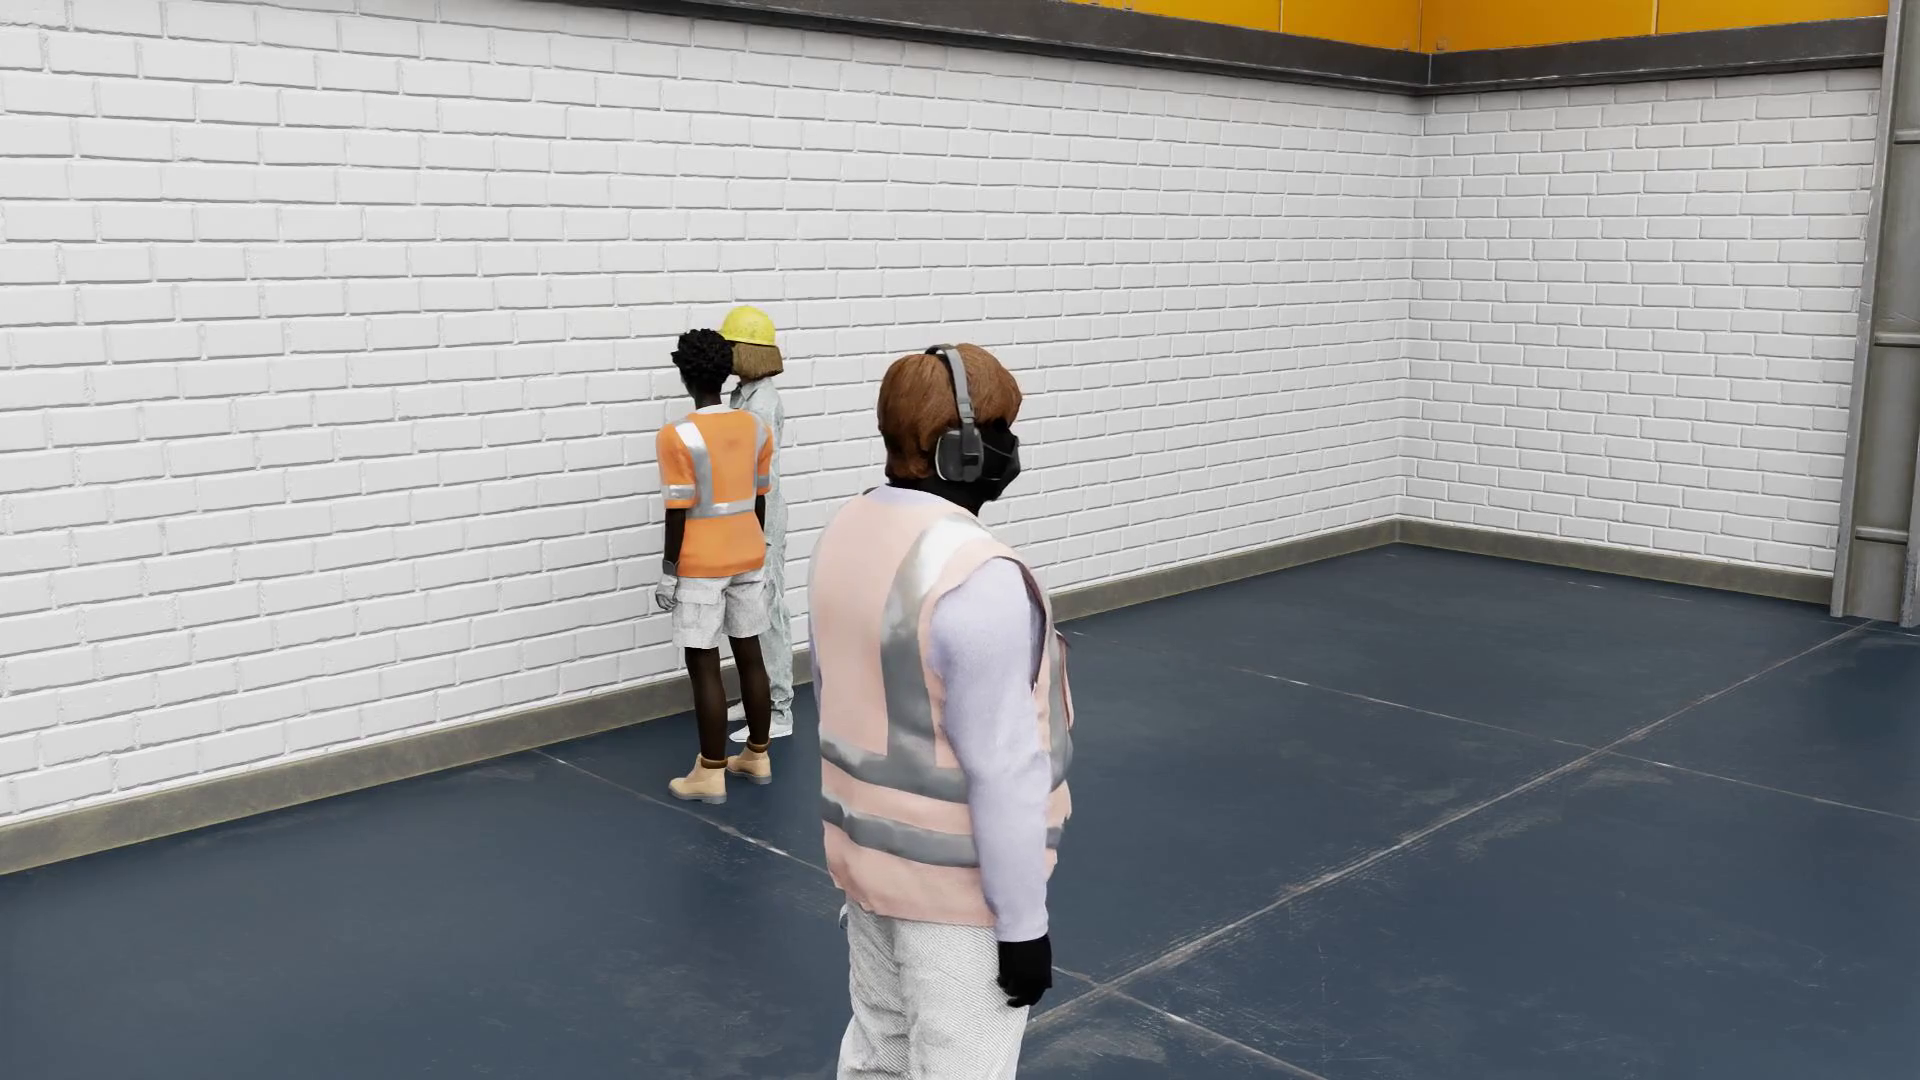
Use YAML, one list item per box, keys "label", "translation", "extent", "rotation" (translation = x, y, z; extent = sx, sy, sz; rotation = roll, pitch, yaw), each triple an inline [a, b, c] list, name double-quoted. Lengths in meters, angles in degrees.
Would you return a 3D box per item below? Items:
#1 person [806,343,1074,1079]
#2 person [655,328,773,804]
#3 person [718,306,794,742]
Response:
- label: "person"
  translation: [-0.022, 0.582, 2.912]
  extent: [0.430, 1.845, 0.620]
  rotation: [-6, 12, -28]
- label: "person"
  translation: [-0.884, 0.091, 5.977]
  extent: [0.317, 1.698, 0.540]
  rotation: [7, 13, 35]
- label: "person"
  translation: [-0.845, -0.066, 6.708]
  extent: [0.290, 1.746, 0.487]
  rotation: [-3, 11, -17]
